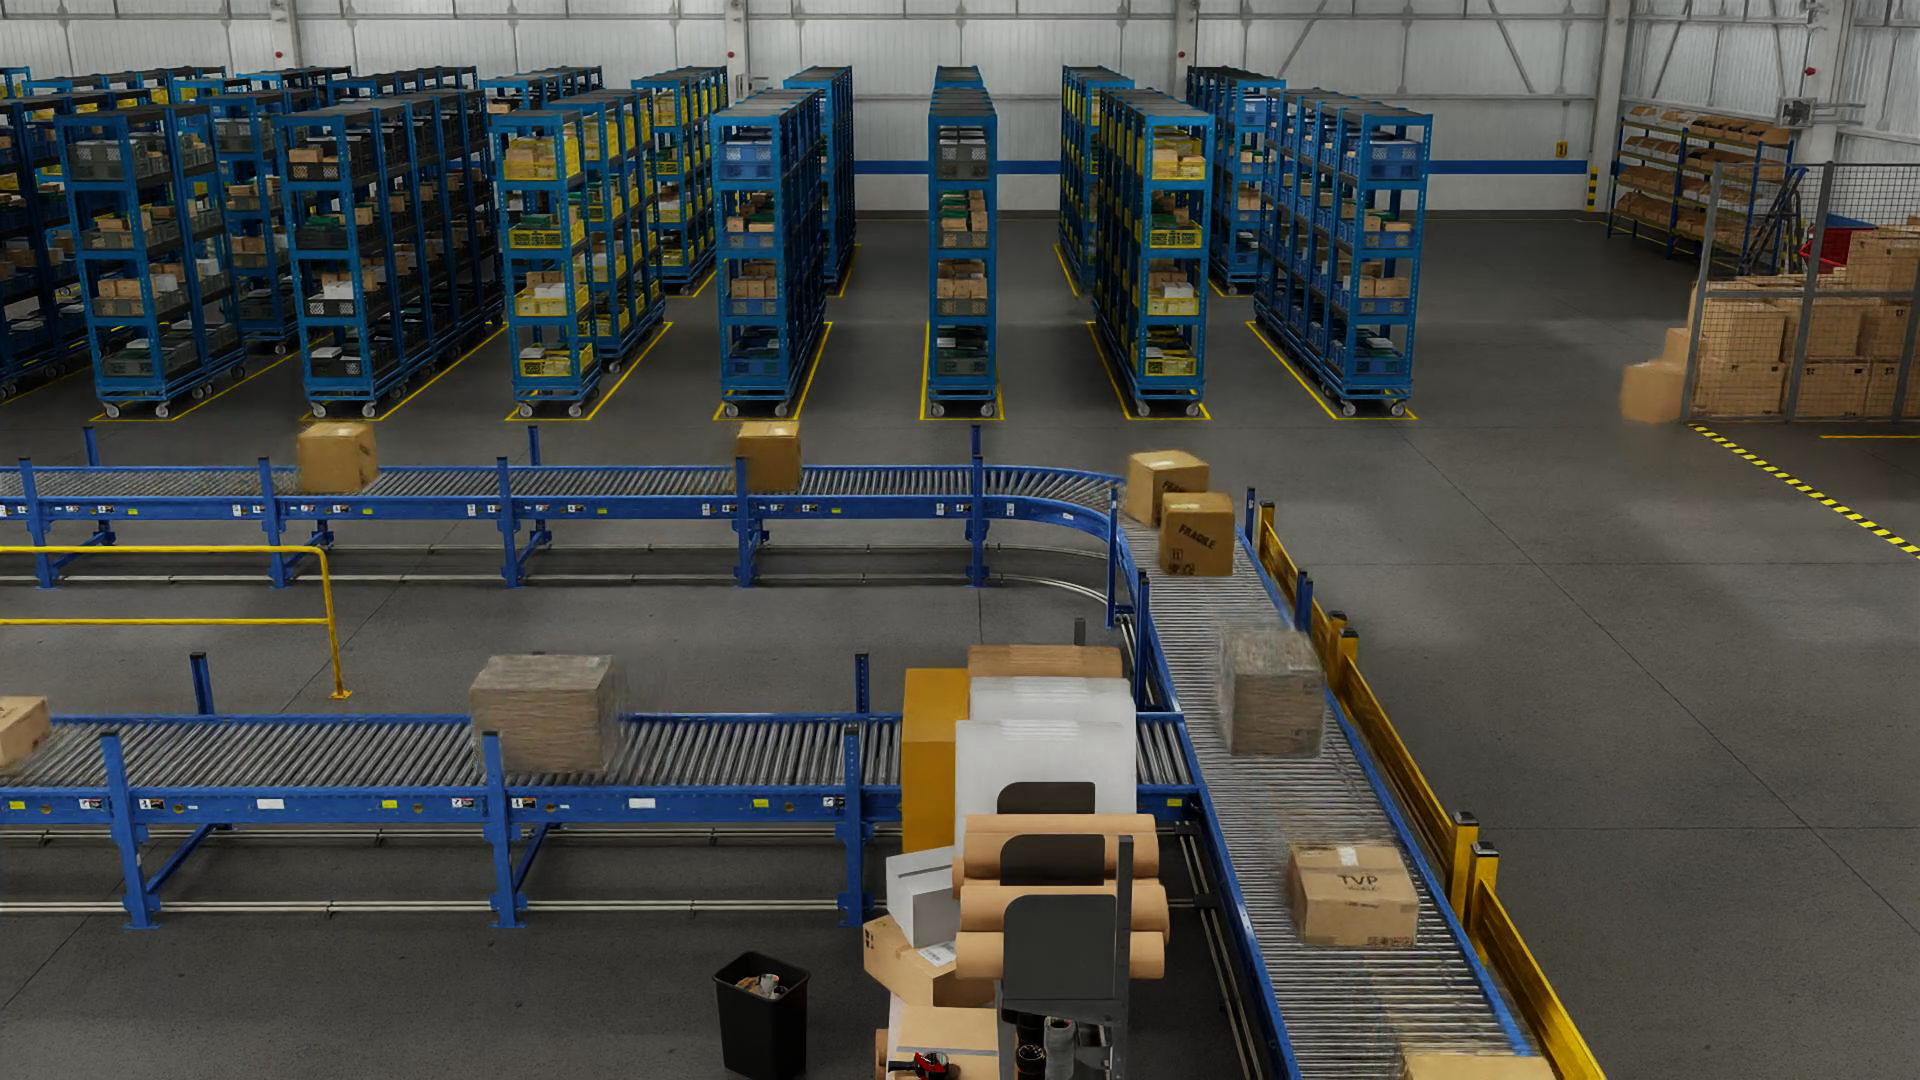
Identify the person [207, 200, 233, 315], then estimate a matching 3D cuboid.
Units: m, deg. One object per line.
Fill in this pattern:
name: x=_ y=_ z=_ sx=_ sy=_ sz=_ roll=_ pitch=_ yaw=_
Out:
person: x=-11.799 y=-4.521 z=26.625 sx=0.406 sy=1.824 sz=0.585 roll=-12 pitch=21 yaw=-32
